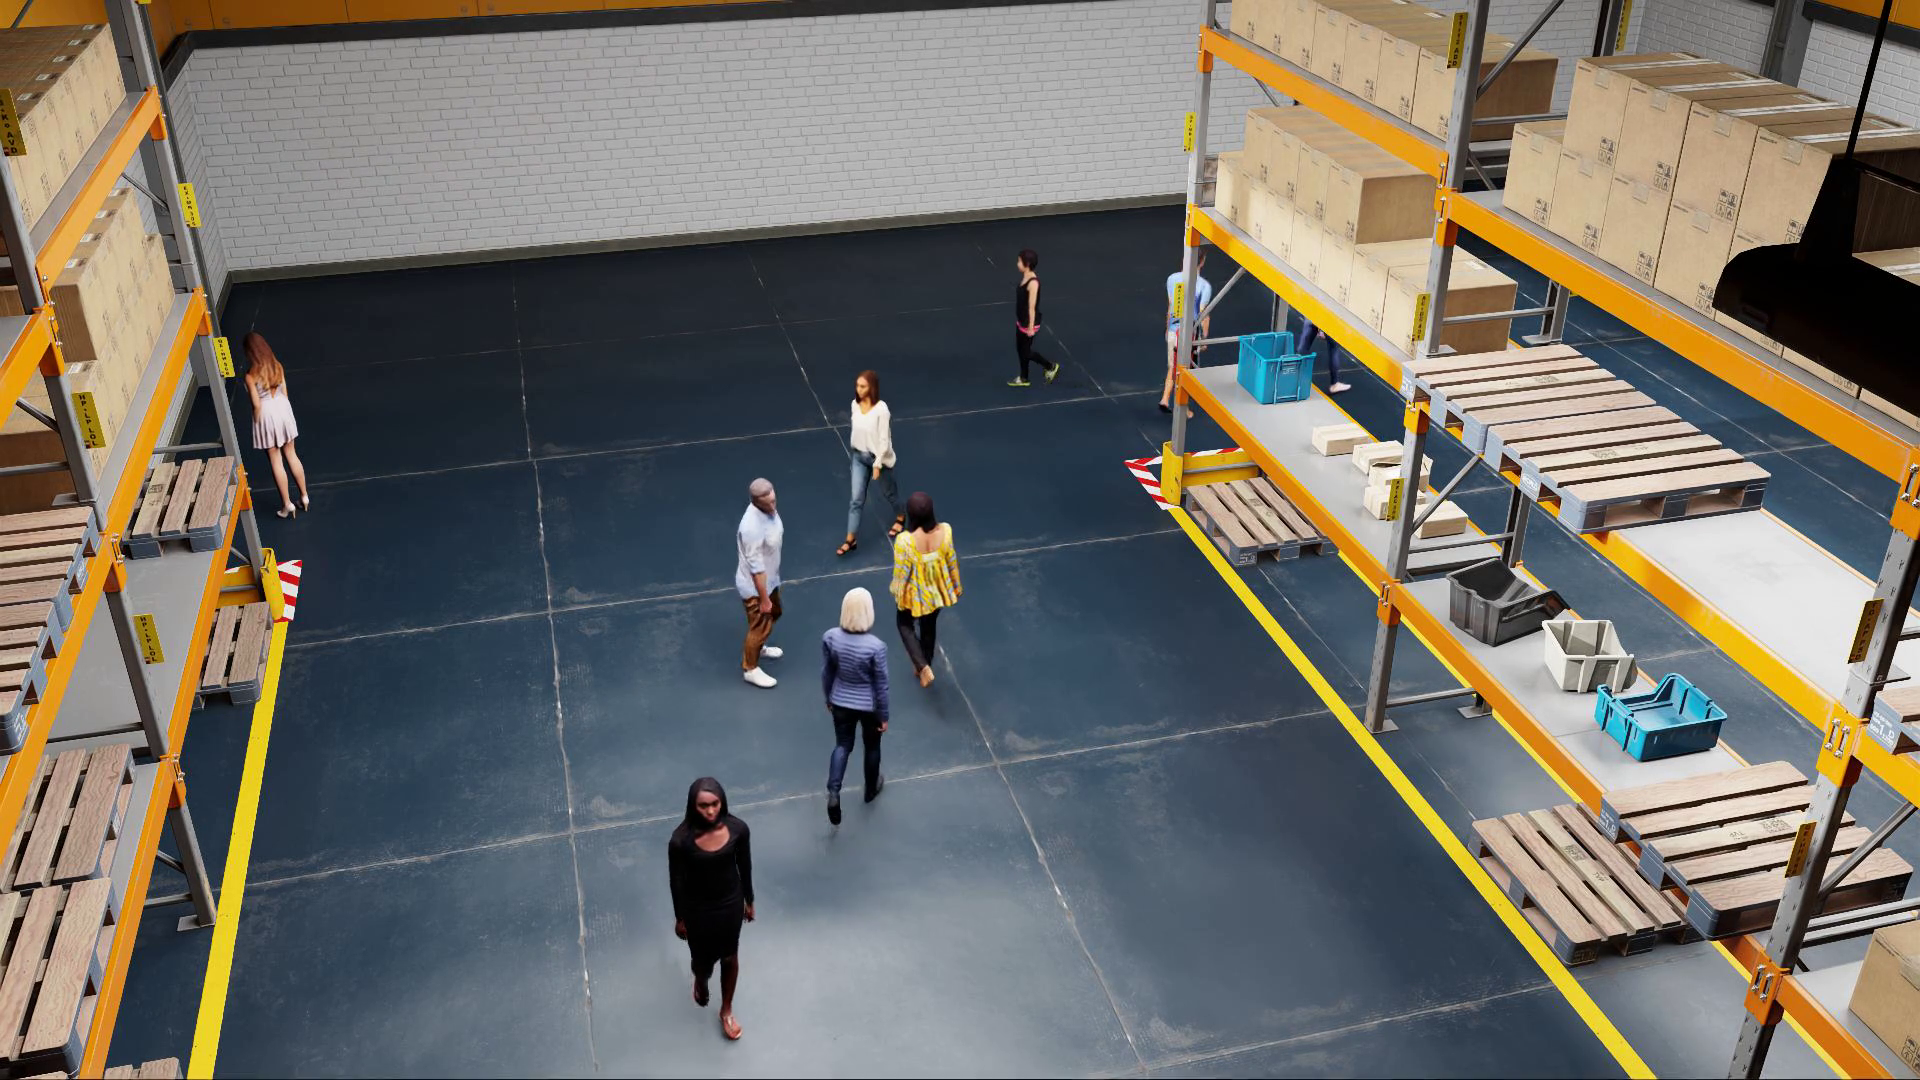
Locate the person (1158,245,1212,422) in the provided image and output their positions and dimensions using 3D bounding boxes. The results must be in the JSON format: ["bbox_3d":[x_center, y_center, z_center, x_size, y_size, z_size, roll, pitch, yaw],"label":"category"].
[{"bbox_3d":[2.218,-2.038,16.713,0.832,1.851,0.893,20,34,32],"label":"person"}]

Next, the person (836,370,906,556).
[{"bbox_3d":[-0.688,-0.707,14.491,1.074,1.641,1.076,20,34,32],"label":"person"}]

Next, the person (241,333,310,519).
[{"bbox_3d":[-6.156,-1.028,14.948,0.738,1.768,0.682,17,33,28],"label":"person"}]

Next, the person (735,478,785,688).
[{"bbox_3d":[-1.547,0.293,12.511,0.946,1.783,0.773,-3,29,-5],"label":"person"}]

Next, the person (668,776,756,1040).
[{"bbox_3d":[-1.416,2.031,9.396,0.680,1.713,0.740,-12,31,-21],"label":"person"}]

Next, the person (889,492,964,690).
[{"bbox_3d":[-0.254,0.420,12.422,0.786,1.643,0.870,-13,31,-23],"label":"person"}]

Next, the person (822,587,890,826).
[{"bbox_3d":[-0.714,1.118,11.052,0.970,1.731,1.094,10,30,18],"label":"person"}]

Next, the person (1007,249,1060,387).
[{"bbox_3d":[0.784,-2.315,17.549,0.666,1.537,0.725,-4,29,-7],"label":"person"}]
